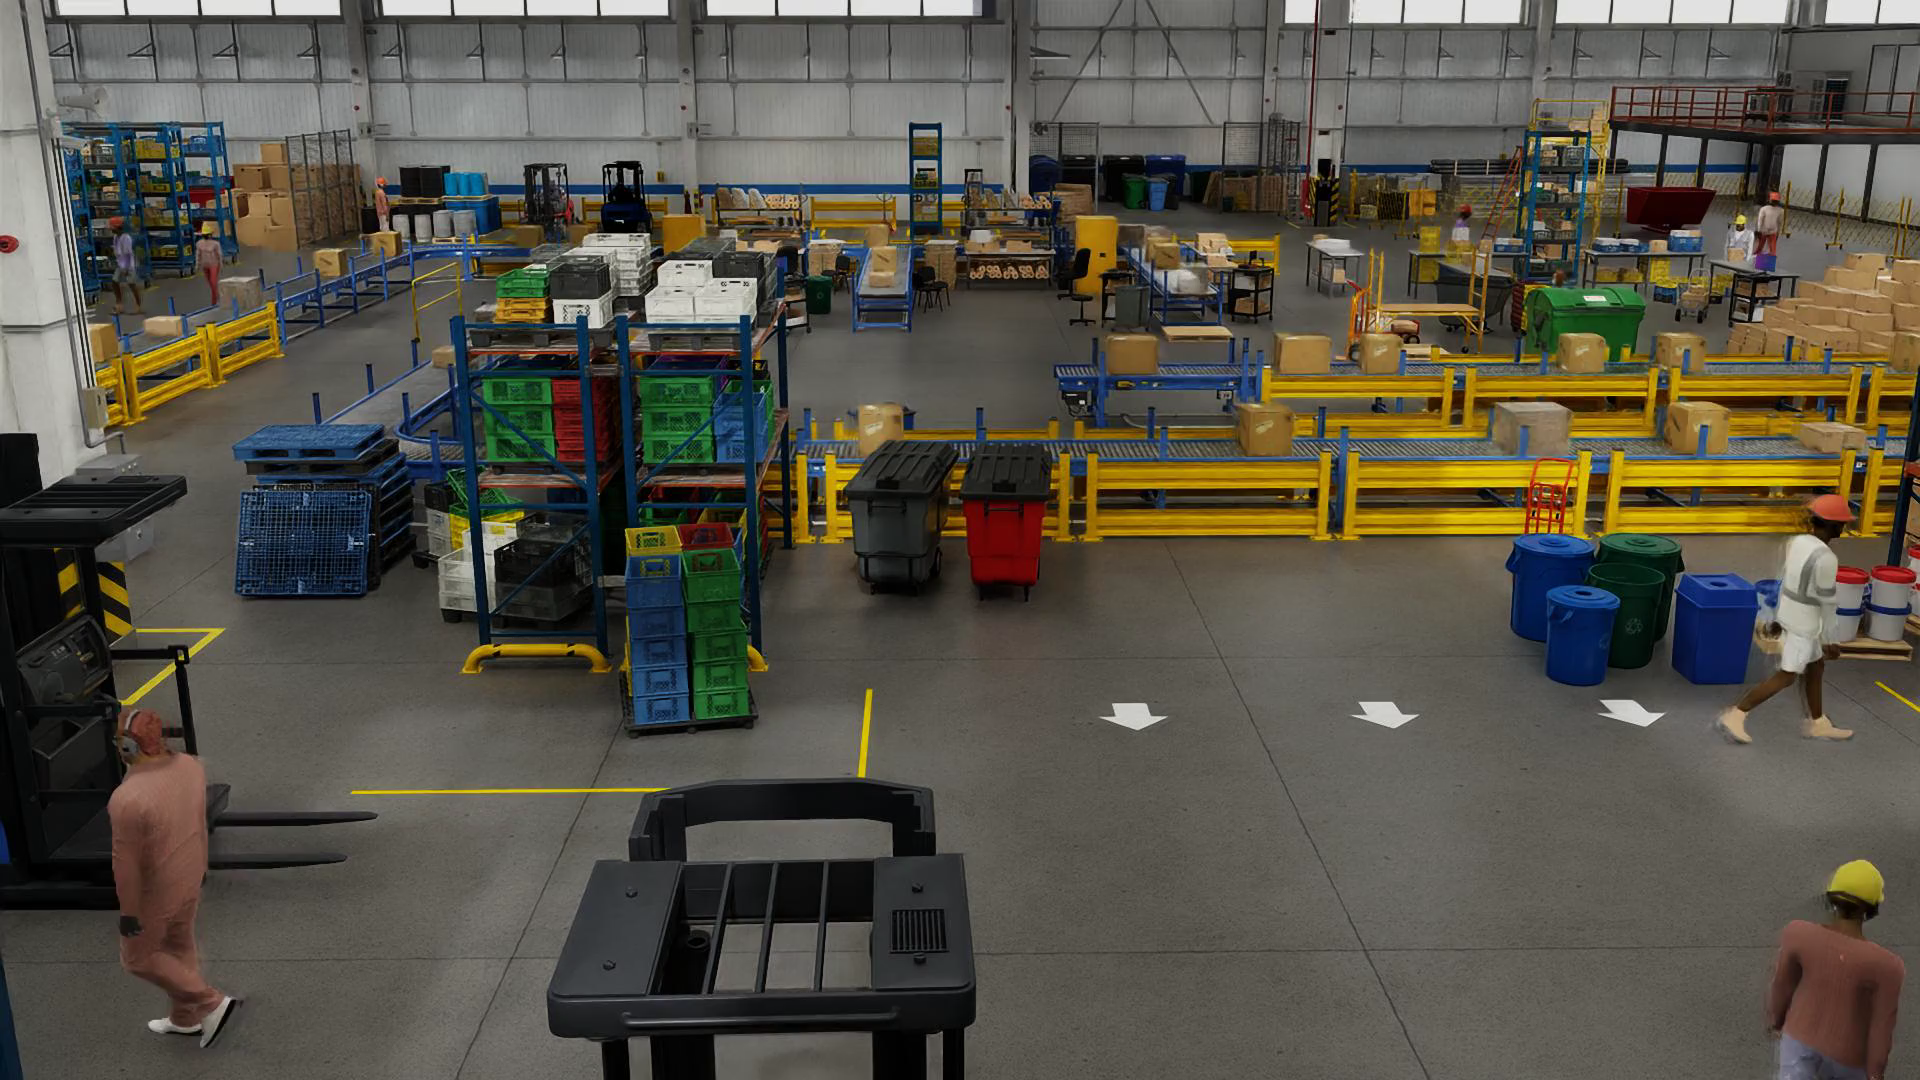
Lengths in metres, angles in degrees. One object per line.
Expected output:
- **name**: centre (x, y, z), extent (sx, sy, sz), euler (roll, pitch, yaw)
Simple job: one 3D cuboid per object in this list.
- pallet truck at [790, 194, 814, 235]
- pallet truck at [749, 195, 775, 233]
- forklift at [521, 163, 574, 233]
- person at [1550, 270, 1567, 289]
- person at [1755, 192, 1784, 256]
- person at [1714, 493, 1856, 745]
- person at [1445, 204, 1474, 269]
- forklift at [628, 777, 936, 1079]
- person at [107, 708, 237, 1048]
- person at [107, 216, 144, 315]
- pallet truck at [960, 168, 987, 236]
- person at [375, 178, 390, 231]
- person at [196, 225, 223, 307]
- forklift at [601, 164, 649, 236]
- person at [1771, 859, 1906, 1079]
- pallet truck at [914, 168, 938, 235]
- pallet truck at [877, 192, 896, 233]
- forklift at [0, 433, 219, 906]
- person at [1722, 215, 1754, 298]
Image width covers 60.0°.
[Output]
- **pallet truck**: centre (-4.814, -9.883, 50.259), extent (0.704, 1.261, 1.522), euler (-1, 16, -3)
- **pallet truck**: centre (-6.051, -9.967, 50.660), extent (0.680, 1.201, 1.601), euler (0, 16, -1)
- **forklift**: centre (-12.233, -10.122, 49.298), extent (1.157, 1.987, 2.680), euler (0, 16, -1)
- **person**: centre (10.289, -3.878, 28.836), extent (0.857, 1.592, 0.497), euler (-2, 16, -8)
- **person**: centre (20.197, -7.709, 41.548), extent (0.607, 1.951, 1.049), euler (3, 16, 10)
- **person**: centre (6.315, 0.607, 12.553), extent (1.046, 1.996, 0.605), euler (1, 16, 5)
- **person**: centre (11.519, -6.809, 38.481), extent (0.846, 1.915, 0.552), euler (4, 16, 12)
- **forklift**: centre (-0.542, 2.165, 5.552), extent (1.129, 2.768, 1.873), euler (-1, 16, -2)
- **person**: centre (-4.104, 1.779, 8.652), extent (0.532, 1.889, 0.670), euler (2, 16, 7)
- **person**: centre (-17.199, -5.588, 34.039), extent (0.630, 2.015, 0.815), euler (10, 19, 31)
- **pallet truck**: centre (0.383, -10.230, 50.206), extent (0.823, 1.965, 1.885), euler (-1, 16, -3)
- **person**: centre (-15.872, -8.969, 45.830), extent (0.380, 1.995, 0.611), euler (-12, 20, -36)
- **person**: centre (-15.950, -5.856, 35.468), extent (0.529, 1.736, 0.802), euler (2, 16, 5)
- **forklift**: centre (-9.948, -10.127, 49.296), extent (1.157, 1.987, 2.680), euler (-1, 16, -3)
- **person**: centre (3.870, 2.223, 7.420), extent (0.931, 1.713, 0.543), euler (-15, 22, -41)
- **pallet truck**: centre (-0.989, -10.316, 50.507), extent (0.823, 1.965, 1.885), euler (1, 16, 3)
- **pallet truck**: centre (-2.277, -9.986, 50.594), extent (0.653, 1.274, 1.630), euler (0, 16, -1)
- **forklift**: centre (-5.952, 0.780, 10.366), extent (1.873, 2.768, 1.129), euler (0, 16, -1)
- **person**: centre (17.101, -6.223, 36.597), extent (0.595, 1.824, 0.404), euler (15, 22, 42)
